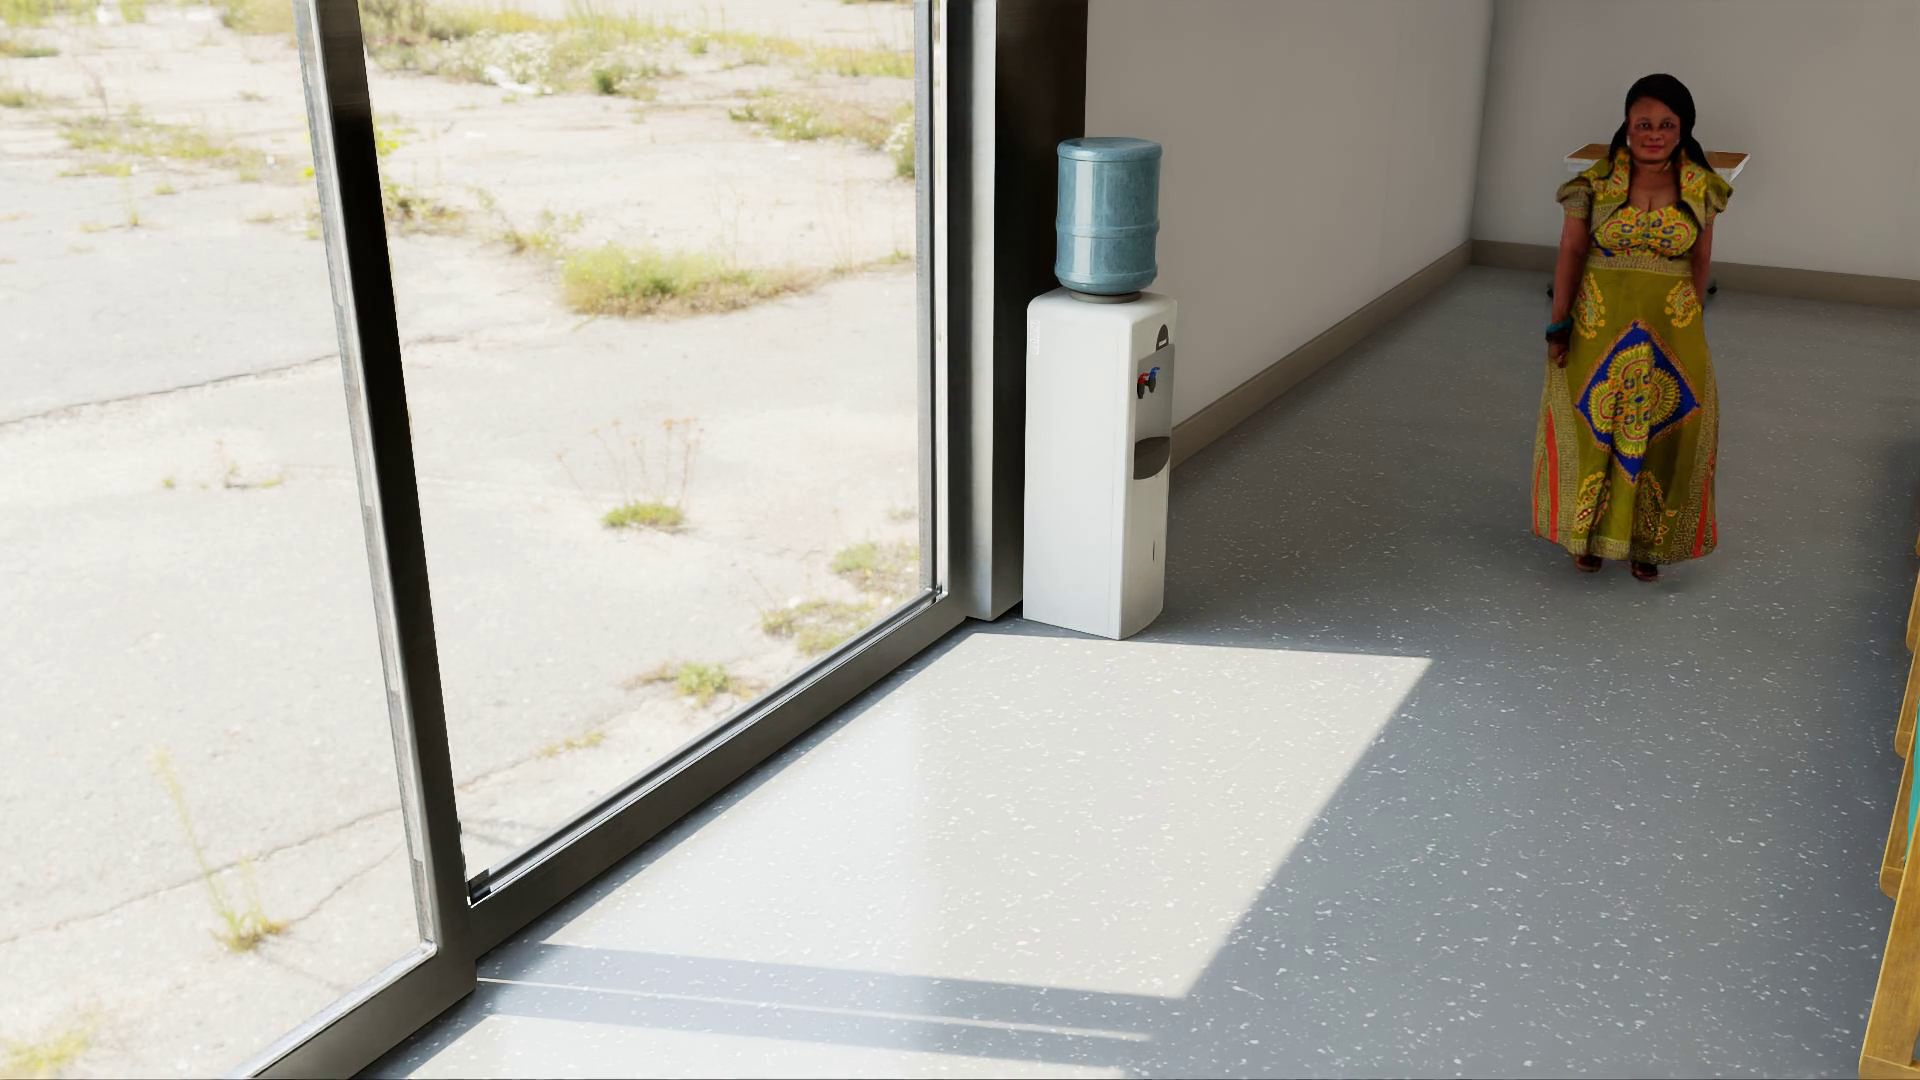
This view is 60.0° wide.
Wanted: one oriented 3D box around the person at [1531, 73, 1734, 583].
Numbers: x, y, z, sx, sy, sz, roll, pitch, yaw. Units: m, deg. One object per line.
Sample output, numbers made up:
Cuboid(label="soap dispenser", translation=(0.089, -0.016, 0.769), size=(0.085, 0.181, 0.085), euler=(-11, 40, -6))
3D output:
Cuboid(label="person", translation=(2.202, -0.703, 5.523), size=(0.809, 1.647, 0.962), euler=(4, 21, 10))
